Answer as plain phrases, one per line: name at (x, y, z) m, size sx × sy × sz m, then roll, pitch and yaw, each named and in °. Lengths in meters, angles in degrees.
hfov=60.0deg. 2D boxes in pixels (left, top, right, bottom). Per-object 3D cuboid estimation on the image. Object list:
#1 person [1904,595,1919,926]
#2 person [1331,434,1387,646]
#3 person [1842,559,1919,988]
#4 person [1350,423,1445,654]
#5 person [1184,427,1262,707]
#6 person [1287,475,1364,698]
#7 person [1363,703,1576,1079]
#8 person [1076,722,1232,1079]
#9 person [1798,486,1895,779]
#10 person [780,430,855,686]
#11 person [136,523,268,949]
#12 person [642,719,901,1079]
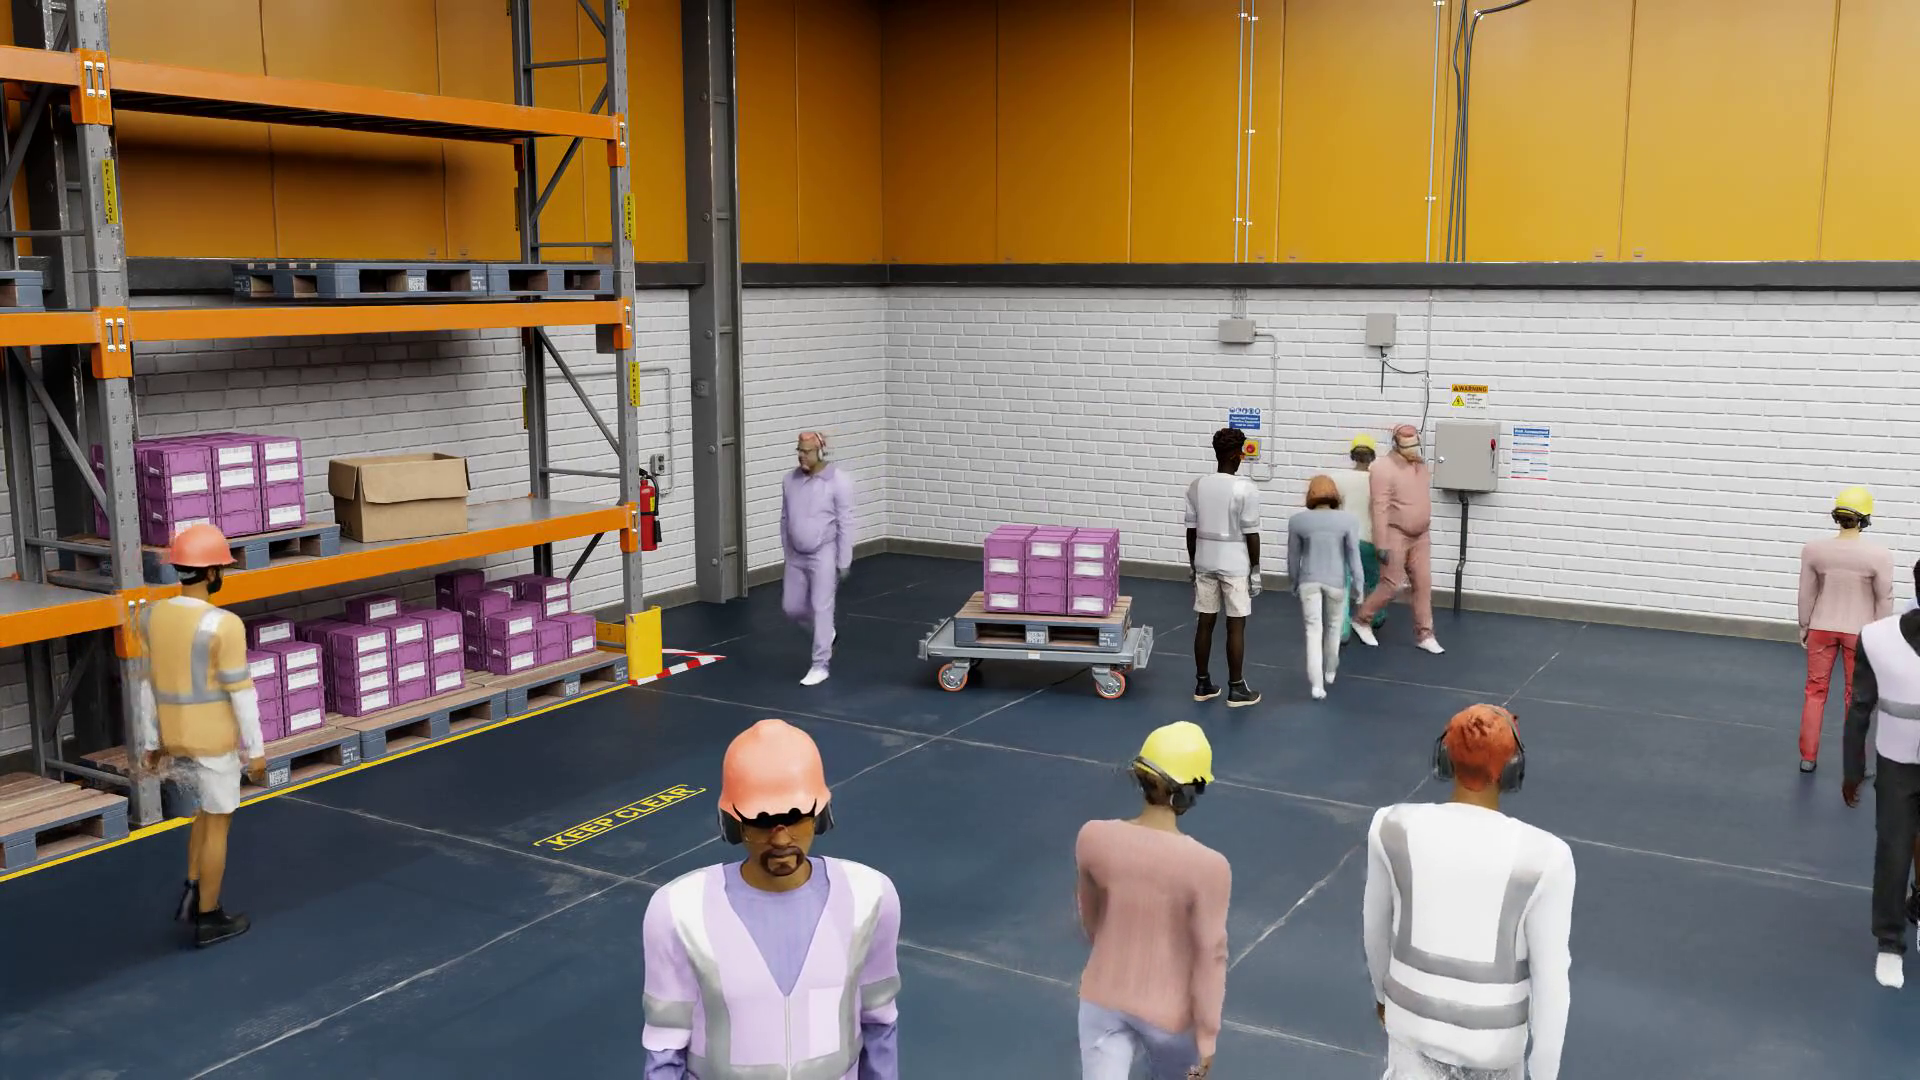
person at (4.633, 0.846, 7.673) m, size 0.547 × 1.934 × 0.376 m, roll 6°, pitch 11°, yaw 32°
person at (3.306, -0.023, 13.781) m, size 0.531 × 1.712 × 0.926 m, roll 4°, pitch 10°, yaw 22°
person at (4.106, 0.964, 7.065) m, size 0.656 × 1.893 × 0.499 m, roll 5°, pitch 10°, yaw 27°
person at (3.520, -0.026, 13.364) m, size 0.715 × 1.862 × 0.758 m, roll -7°, pitch 11°, yaw -35°
person at (1.861, 0.185, 11.695) m, size 0.603 × 1.967 × 0.366 m, roll 8°, pitch 12°, yaw 41°
person at (2.636, 0.322, 12.023) m, size 0.544 × 1.579 × 0.859 m, roll 2°, pitch 9°, yaw 12°
person at (1.427, 1.363, 4.720) m, size 0.588 × 1.835 × 0.969 m, roll 5°, pitch 10°, yaw 27°
person at (0.580, 1.383, 5.013) m, size 0.516 × 1.702 × 0.922 m, roll 4°, pitch 10°, yaw 26°
person at (5.309, 0.558, 9.995) m, size 0.525 × 1.769 × 0.312 m, roll 8°, pitch 12°, yaw 42°
person at (-1.058, 0.115, 12.373) m, size 0.663 × 1.892 × 0.544 m, roll 5°, pitch 11°, yaw 31°
person at (-3.384, 0.880, 7.493) m, size 0.579 × 1.920 × 0.420 m, roll 4°, pitch 10°, yaw 22°
person at (-0.414, 1.406, 3.834) m, size 0.605 × 2.045 × 0.378 m, roll -3°, pitch 10°, yaw -17°
